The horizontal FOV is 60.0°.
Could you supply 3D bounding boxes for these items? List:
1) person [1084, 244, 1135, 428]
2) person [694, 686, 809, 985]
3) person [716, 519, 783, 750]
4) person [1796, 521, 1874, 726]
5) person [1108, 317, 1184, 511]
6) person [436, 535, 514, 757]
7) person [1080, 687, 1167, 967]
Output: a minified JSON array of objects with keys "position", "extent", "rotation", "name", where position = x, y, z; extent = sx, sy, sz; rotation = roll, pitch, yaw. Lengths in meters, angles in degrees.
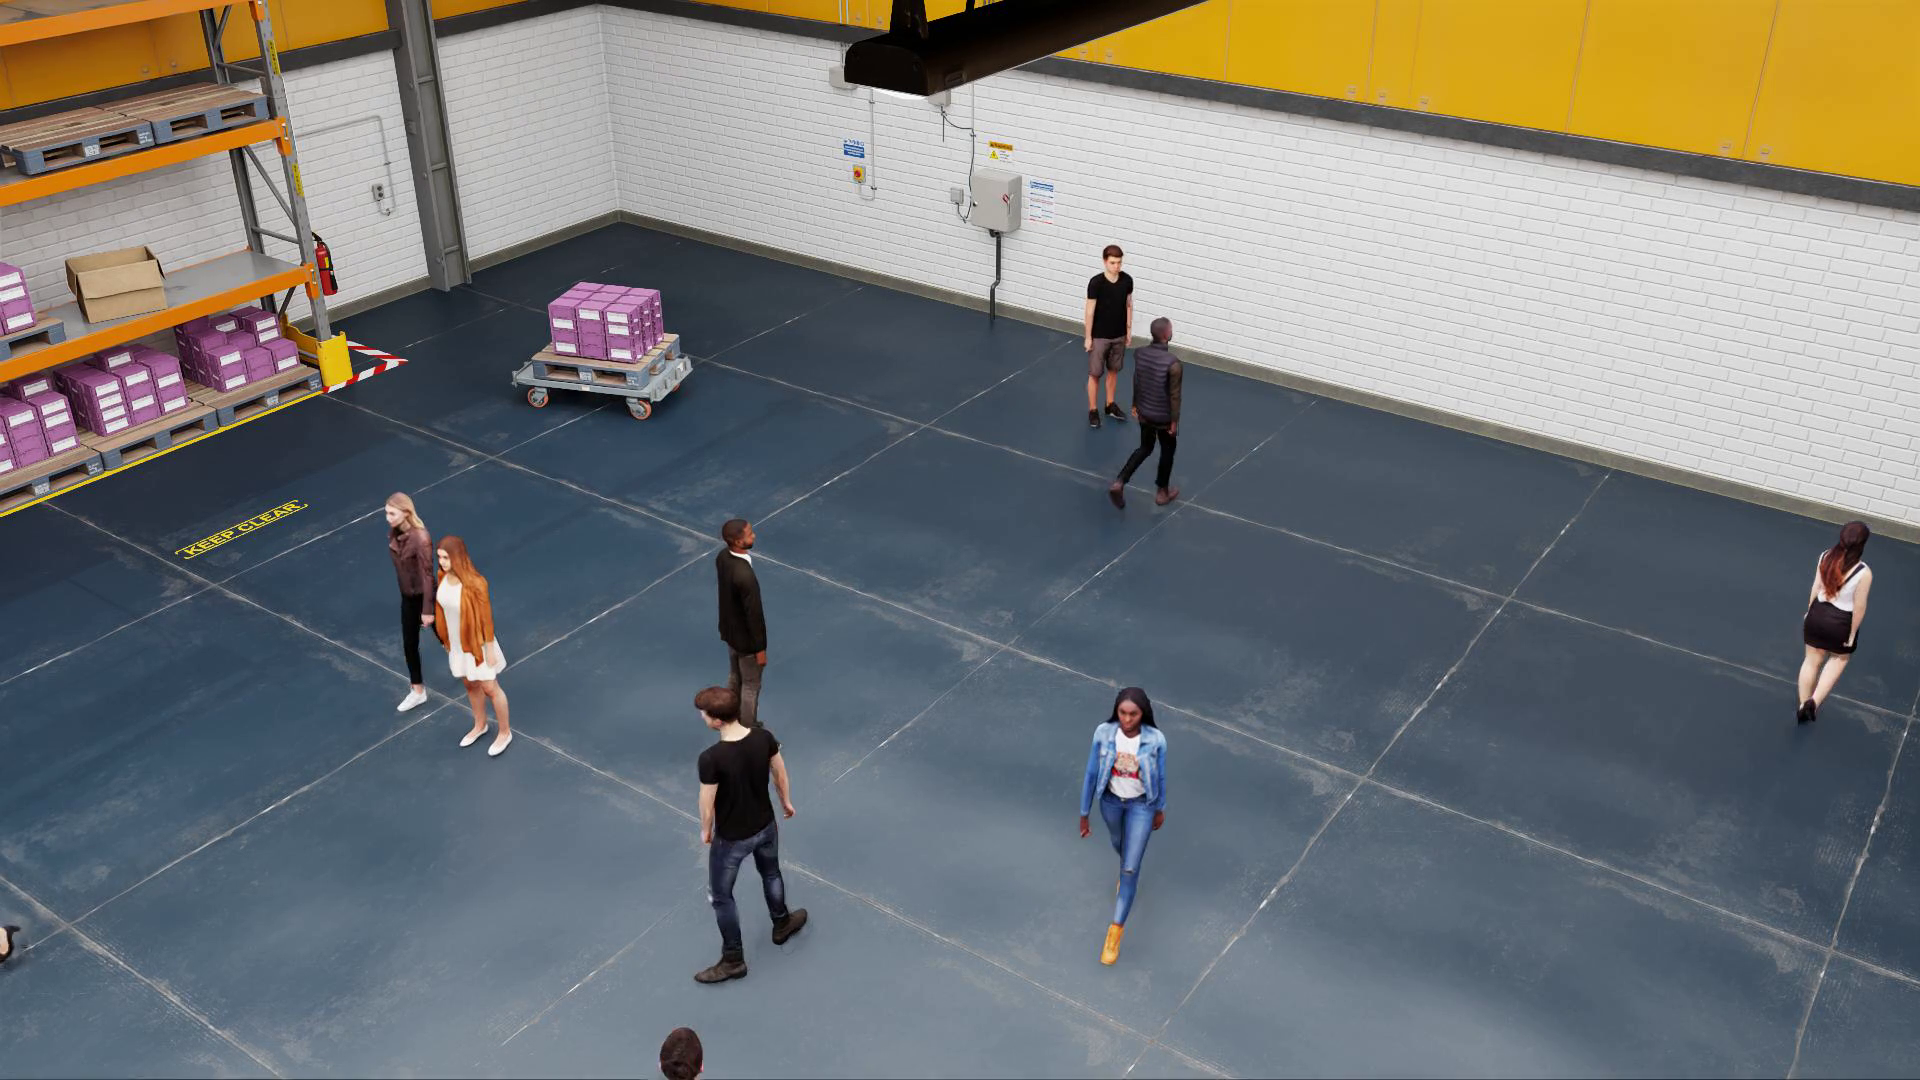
[{"position":[1.457,-2.061,16.449],"extent":[0.767,1.857,0.852],"rotation":[-12,31,-20],"name":"person"},{"position":[-1.191,1.655,9.617],"extent":[0.687,1.875,1.113],"rotation":[-15,32,-26],"name":"person"},{"position":[-1.503,0.659,11.522],"extent":[0.701,1.799,0.734],"rotation":[-15,32,-26],"name":"person"},{"position":[6.102,0.630,11.741],"extent":[0.669,1.641,0.614],"rotation":[-24,36,-36],"name":"person"},{"position":[1.677,-1.078,14.689],"extent":[1.133,1.817,0.870],"rotation":[-22,36,-35],"name":"person"},{"position":[-3.387,0.694,11.543],"extent":[0.613,1.718,0.578],"rotation":[16,32,26],"name":"person"},{"position":[1.006,1.580,9.979],"extent":[0.898,1.660,1.272],"rotation":[8,30,15],"name":"person"}]
